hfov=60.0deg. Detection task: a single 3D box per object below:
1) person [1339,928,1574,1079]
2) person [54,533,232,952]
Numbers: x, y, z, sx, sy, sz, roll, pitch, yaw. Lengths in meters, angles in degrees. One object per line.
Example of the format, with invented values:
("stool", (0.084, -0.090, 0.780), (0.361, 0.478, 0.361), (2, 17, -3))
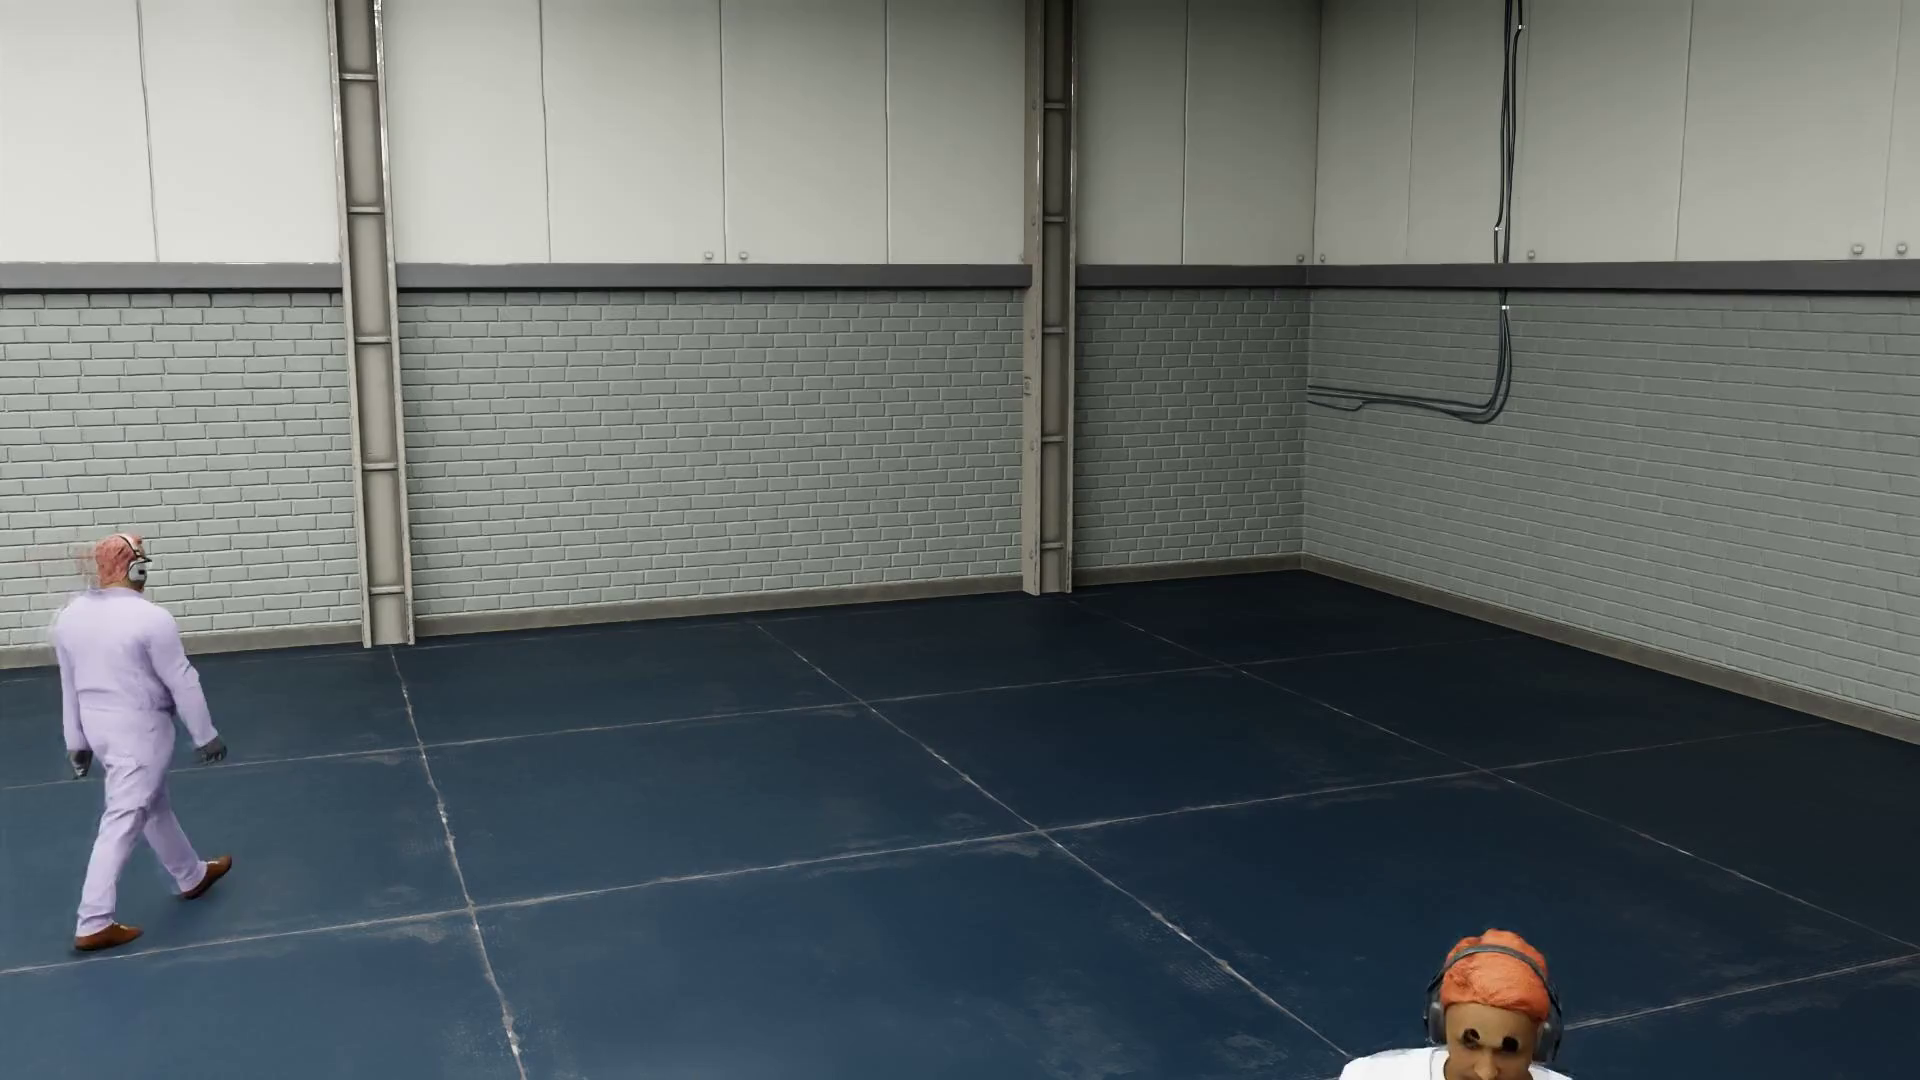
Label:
("person", (0.951, 1.619, 3.144), (0.581, 1.853, 0.731), (5, 10, 27))
("person", (-3.778, 0.890, 7.701), (0.656, 1.853, 0.986), (4, 10, 25))
